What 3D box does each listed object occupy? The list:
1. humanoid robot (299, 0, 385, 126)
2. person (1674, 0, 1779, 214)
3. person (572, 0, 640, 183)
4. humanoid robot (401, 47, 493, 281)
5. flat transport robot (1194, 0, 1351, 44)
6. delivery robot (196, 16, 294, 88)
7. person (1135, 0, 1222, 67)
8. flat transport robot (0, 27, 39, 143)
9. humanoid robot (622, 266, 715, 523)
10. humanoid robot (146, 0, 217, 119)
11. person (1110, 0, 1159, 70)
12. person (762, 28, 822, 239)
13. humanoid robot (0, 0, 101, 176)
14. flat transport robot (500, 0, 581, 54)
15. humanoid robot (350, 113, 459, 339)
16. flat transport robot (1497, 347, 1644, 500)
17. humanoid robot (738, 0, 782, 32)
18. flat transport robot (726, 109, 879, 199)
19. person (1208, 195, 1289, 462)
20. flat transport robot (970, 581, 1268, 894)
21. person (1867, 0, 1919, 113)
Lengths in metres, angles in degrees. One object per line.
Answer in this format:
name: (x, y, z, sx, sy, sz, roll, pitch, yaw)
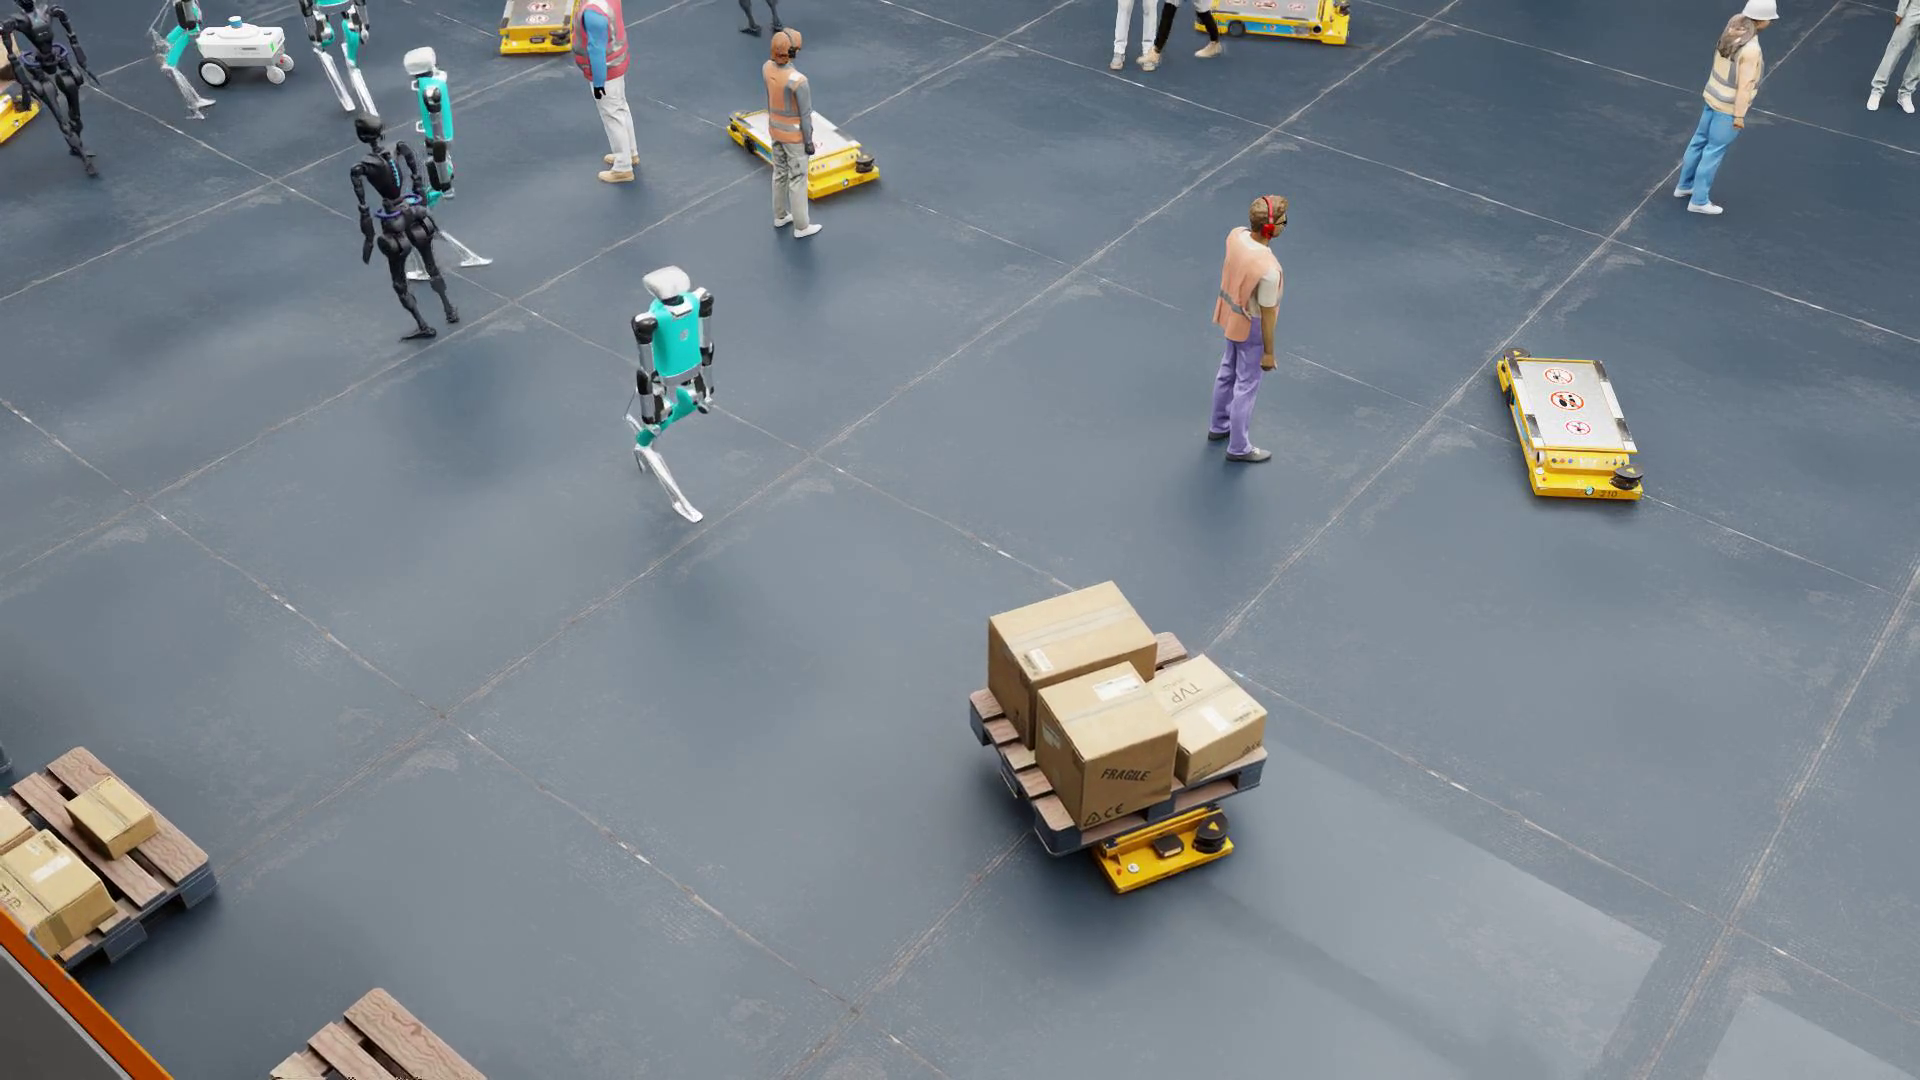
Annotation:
humanoid robot: (-5.304, -4.383, 14.099, 0.535, 1.769, 0.890, -22, 45, -24)
person: (5.958, -3.395, 12.945, 0.375, 1.727, 0.496, -3, 40, -4)
person: (-2.858, -3.774, 13.316, 0.431, 1.835, 0.628, -1, 40, -1)
humanoid robot: (-3.974, -2.679, 12.111, 0.862, 1.779, 0.546, -10, 41, -11)
flat transport robot: (3.016, -5.051, 16.020, 1.431, 0.231, 0.659, 9, 41, 10)
delivery robot: (-6.520, -4.436, 15.091, 0.808, 0.614, 0.499, 0, 40, 0)
person: (2.056, -5.063, 14.982, 0.899, 1.631, 0.526, -15, 43, -17)
flat transport robot: (-8.845, -3.677, 14.403, 1.431, 0.231, 0.659, 5, 41, 6)
humanoid robot: (-1.882, -0.950, 10.095, 0.909, 1.801, 0.544, 32, 50, 32)
humanoid robot: (-6.741, -4.497, 14.239, 0.746, 1.780, 0.562, -11, 42, -13)
person: (1.631, -5.131, 14.870, 0.575, 1.880, 0.350, 5, 41, 5)
person: (-1.293, -3.085, 12.655, 0.314, 1.629, 0.506, -28, 48, -29)
humanoid robot: (-7.309, -3.759, 13.438, 0.747, 1.629, 0.610, 32, 50, 32)
flat transport robot: (-4.036, -5.072, 16.044, 0.659, 0.231, 1.431, -4, 41, -5)
humanoid robot: (-3.886, -2.194, 11.575, 0.367, 1.639, 0.617, 23, 46, 25)
flat transport robot: (4.017, -0.785, 11.001, 0.659, 0.231, 1.431, 3, 40, 3)
humanoid robot: (-1.927, -5.536, 15.501, 0.352, 1.652, 0.598, 32, 50, 32)
flat transport robot: (-1.337, -3.308, 13.969, 0.659, 0.231, 1.431, -24, 46, -26)
person: (1.795, -1.313, 10.405, 0.379, 1.844, 0.568, -13, 42, -14)
flat transport robot: (0.786, 1.177, 8.693, 0.659, 0.231, 1.431, -16, 43, -18)
person: (8.284, -4.511, 14.245, 0.492, 1.742, 0.299, 6, 41, 7)
